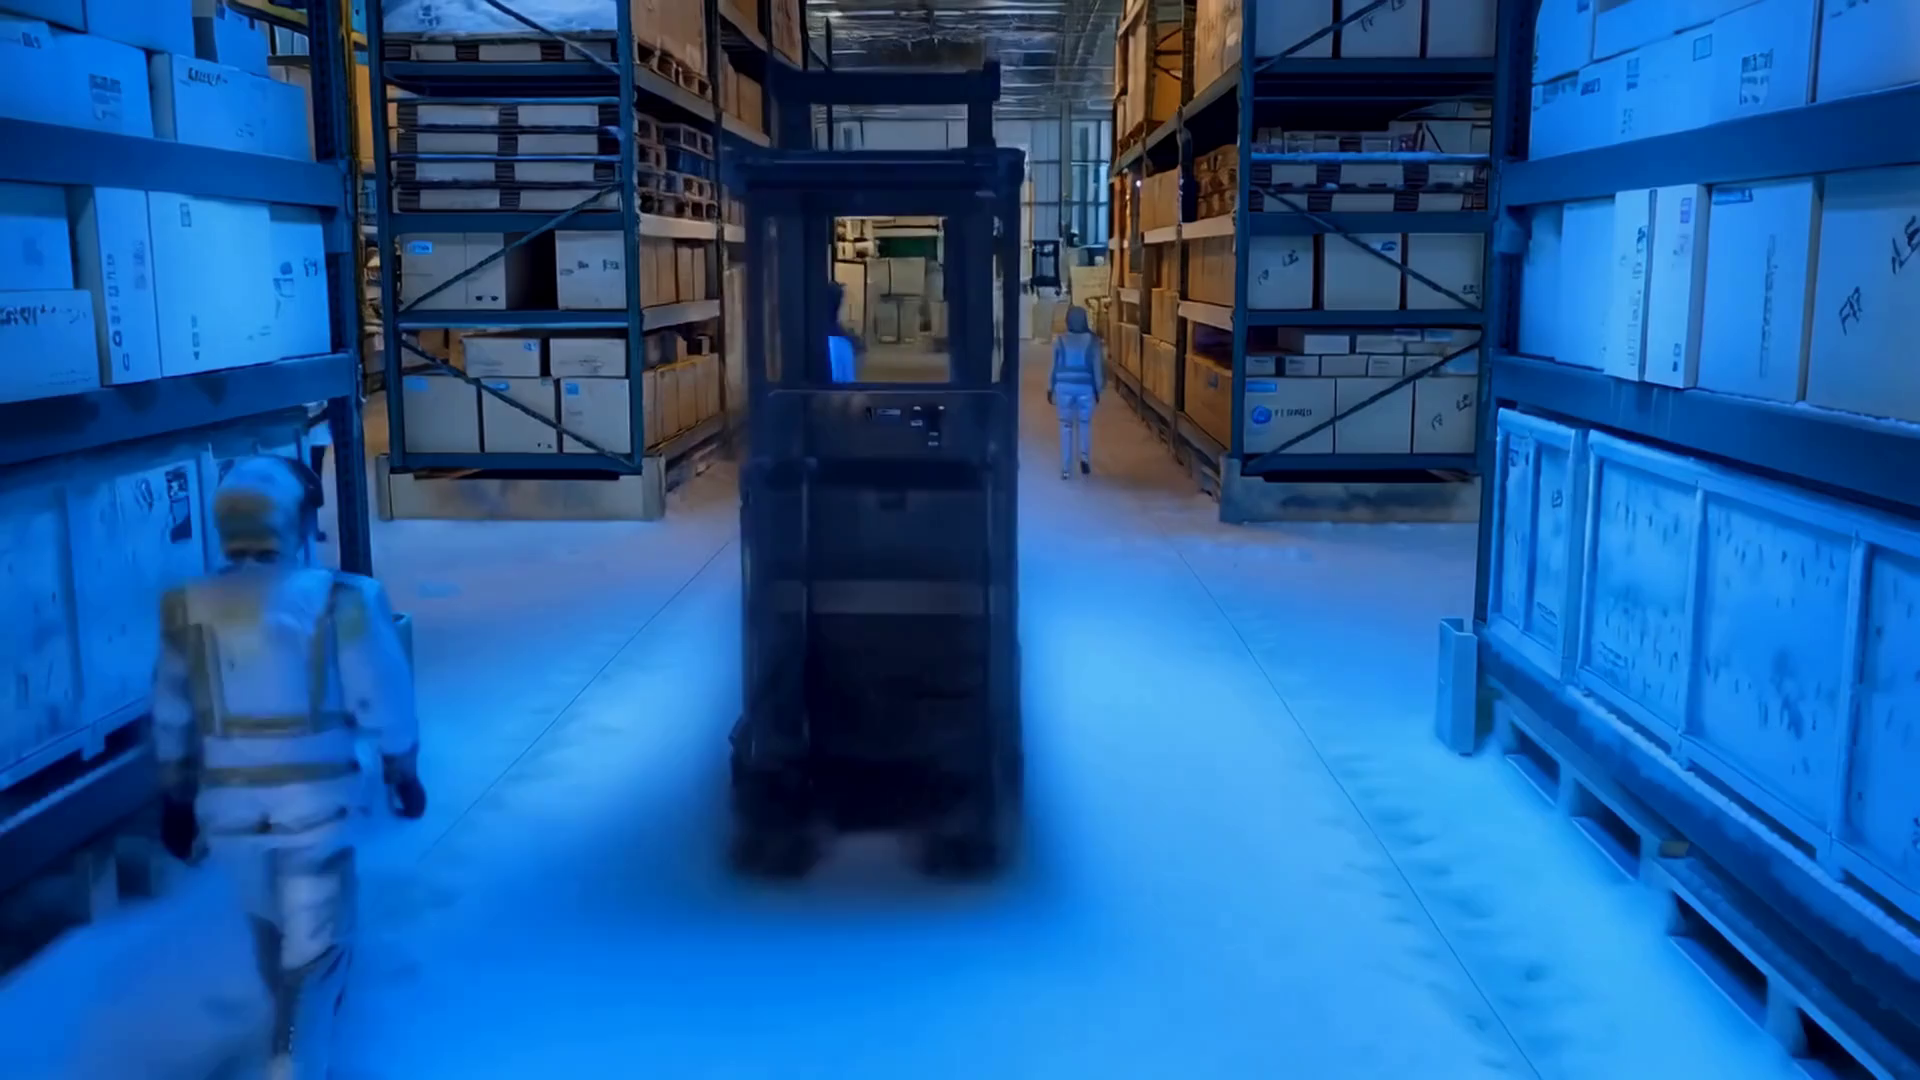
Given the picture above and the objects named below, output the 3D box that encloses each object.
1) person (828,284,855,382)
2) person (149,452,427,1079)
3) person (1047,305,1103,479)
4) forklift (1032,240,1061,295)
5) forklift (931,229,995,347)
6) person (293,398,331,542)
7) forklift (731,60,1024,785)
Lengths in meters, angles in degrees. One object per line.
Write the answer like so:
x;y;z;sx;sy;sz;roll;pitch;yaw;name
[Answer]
-0.770;-0.671;10.530;0.754;1.900;0.595;2;10;14;person
-1.499;0.606;3.766;0.525;1.599;0.835;-1;10;-4;person
1.082;-1.394;15.693;0.526;1.619;0.590;1;10;4;person
3.173;-9.648;61.355;1.129;2.768;1.873;0;9;1;forklift
0.057;-6.035;39.710;1.129;2.768;1.873;3;10;16;forklift
-4.901;-1.015;12.326;0.634;1.988;0.992;-7;12;-35;person
-0.299;-0.579;7.031;1.129;2.768;1.873;0;9;1;forklift
